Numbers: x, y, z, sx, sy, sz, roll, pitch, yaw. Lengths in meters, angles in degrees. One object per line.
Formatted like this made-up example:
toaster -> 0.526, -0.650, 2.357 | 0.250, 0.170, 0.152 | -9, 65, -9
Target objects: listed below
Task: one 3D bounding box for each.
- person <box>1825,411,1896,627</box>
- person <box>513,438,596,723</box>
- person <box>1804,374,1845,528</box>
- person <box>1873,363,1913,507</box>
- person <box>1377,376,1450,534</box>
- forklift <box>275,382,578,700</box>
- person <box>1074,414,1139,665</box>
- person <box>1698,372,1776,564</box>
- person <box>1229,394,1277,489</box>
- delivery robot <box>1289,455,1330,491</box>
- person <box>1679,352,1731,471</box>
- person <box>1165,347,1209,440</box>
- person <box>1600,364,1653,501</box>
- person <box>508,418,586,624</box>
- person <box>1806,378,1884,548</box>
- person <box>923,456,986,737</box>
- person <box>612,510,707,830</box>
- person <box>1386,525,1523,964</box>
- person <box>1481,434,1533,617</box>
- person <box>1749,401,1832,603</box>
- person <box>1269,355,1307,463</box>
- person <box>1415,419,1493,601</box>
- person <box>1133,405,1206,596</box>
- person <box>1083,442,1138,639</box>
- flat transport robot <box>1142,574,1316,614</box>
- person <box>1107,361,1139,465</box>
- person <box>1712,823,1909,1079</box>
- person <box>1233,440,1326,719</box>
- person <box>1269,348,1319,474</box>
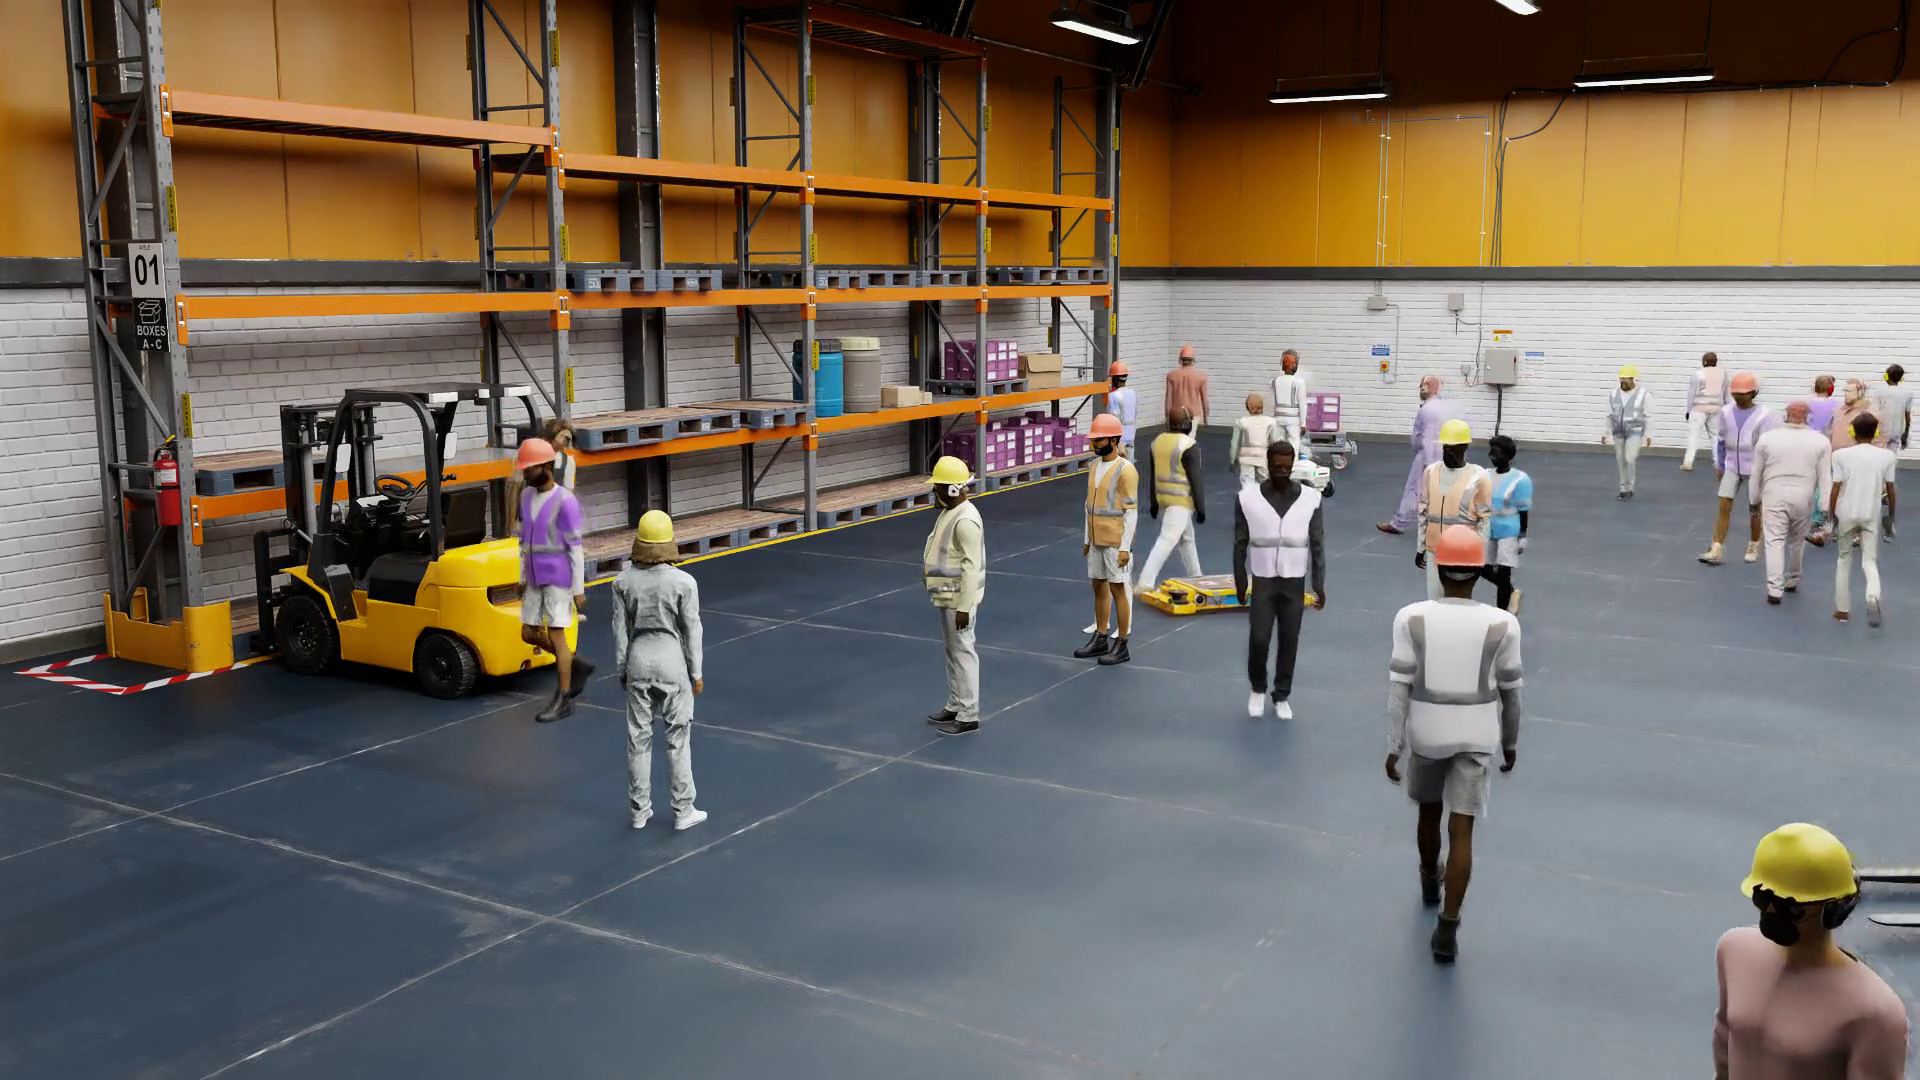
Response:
person -> 7.674, -0.163, 14.138 | 0.537, 1.842, 0.781 | 3, 10, 19
person -> -2.736, 0.256, 11.273 | 0.610, 1.919, 0.565 | 7, 11, 36
person -> 10.079, -1.030, 19.548 | 0.605, 1.833, 0.579 | -4, 10, -25
person -> 11.986, -1.350, 21.479 | 0.540, 1.854, 0.378 | 1, 9, 6
person -> 5.366, -0.945, 19.000 | 1.030, 1.851, 0.680 | 6, 11, 34
forklift -> -3.974, -0.067, 12.417 | 2.313, 2.155, 1.214 | 5, 11, 30
person -> 1.126, -0.008, 12.848 | 0.357, 1.937, 0.551 | -6, 11, -32
person -> 8.028, -0.716, 17.091 | 0.980, 1.986, 0.646 | -7, 12, -39
person -> 3.371, -0.884, 19.281 | 0.540, 1.614, 0.674 | -1, 9, -7
delivery robot -> 4.637, -0.898, 22.413 | 0.477, 0.478, 0.707 | -6, 11, -33
person -> 11.456, -1.969, 25.522 | 0.682, 1.820, 0.459 | -1, 9, -4
person -> 3.318, -1.843, 24.325 | 0.633, 1.941, 1.049 | 2, 9, 10
person -> 8.780, -1.411, 21.978 | 0.577, 1.811, 0.625 | -8, 12, -42
person -> -3.515, -0.123, 14.023 | 0.644, 1.803, 0.335 | -4, 10, -25
person -> 9.646, -0.830, 18.191 | 0.982, 1.858, 0.670 | -1, 9, -7
person -> -0.042, 0.365, 10.849 | 0.403, 1.830, 0.600 | -2, 9, -11
person -> -1.624, 0.702, 9.010 | 0.493, 1.746, 0.282 | 2, 9, 10
person -> 2.237, 0.868, 7.533 | 0.572, 1.882, 0.978 | 3, 10, 18
person -> 4.605, -0.059, 13.984 | 0.558, 1.681, 0.533 | -6, 11, -32
person -> 7.652, -0.361, 15.362 | 0.662, 1.842, 1.039 | 4, 10, 22
person -> 4.564, -1.625, 23.109 | 0.572, 1.885, 0.356 | 8, 12, 42
person -> 3.684, 0.054, 12.488 | 0.369, 1.929, 0.586 | -8, 12, -43
person -> 2.000, -0.348, 15.452 | 0.973, 1.798, 0.630 | -4, 10, -24
person -> 1.263, -0.008, 13.776 | 0.309, 1.641, 0.515 | -8, 12, -40
flat transport robot -> 2.432, 0.469, 15.054 | 1.431, 0.197, 0.652 | -3, 10, -20
person -> 1.962, -1.232, 20.492 | 0.368, 1.933, 0.552 | 8, 12, 39
person -> 2.026, 1.512, 4.033 | 0.902, 1.718, 0.538 | -5, 10, -26
person -> 2.150, 0.277, 11.201 | 0.601, 1.903, 0.460 | 0, 9, 2
person -> 4.955, -1.870, 24.565 | 0.760, 1.914, 0.636 | 7, 11, 37
